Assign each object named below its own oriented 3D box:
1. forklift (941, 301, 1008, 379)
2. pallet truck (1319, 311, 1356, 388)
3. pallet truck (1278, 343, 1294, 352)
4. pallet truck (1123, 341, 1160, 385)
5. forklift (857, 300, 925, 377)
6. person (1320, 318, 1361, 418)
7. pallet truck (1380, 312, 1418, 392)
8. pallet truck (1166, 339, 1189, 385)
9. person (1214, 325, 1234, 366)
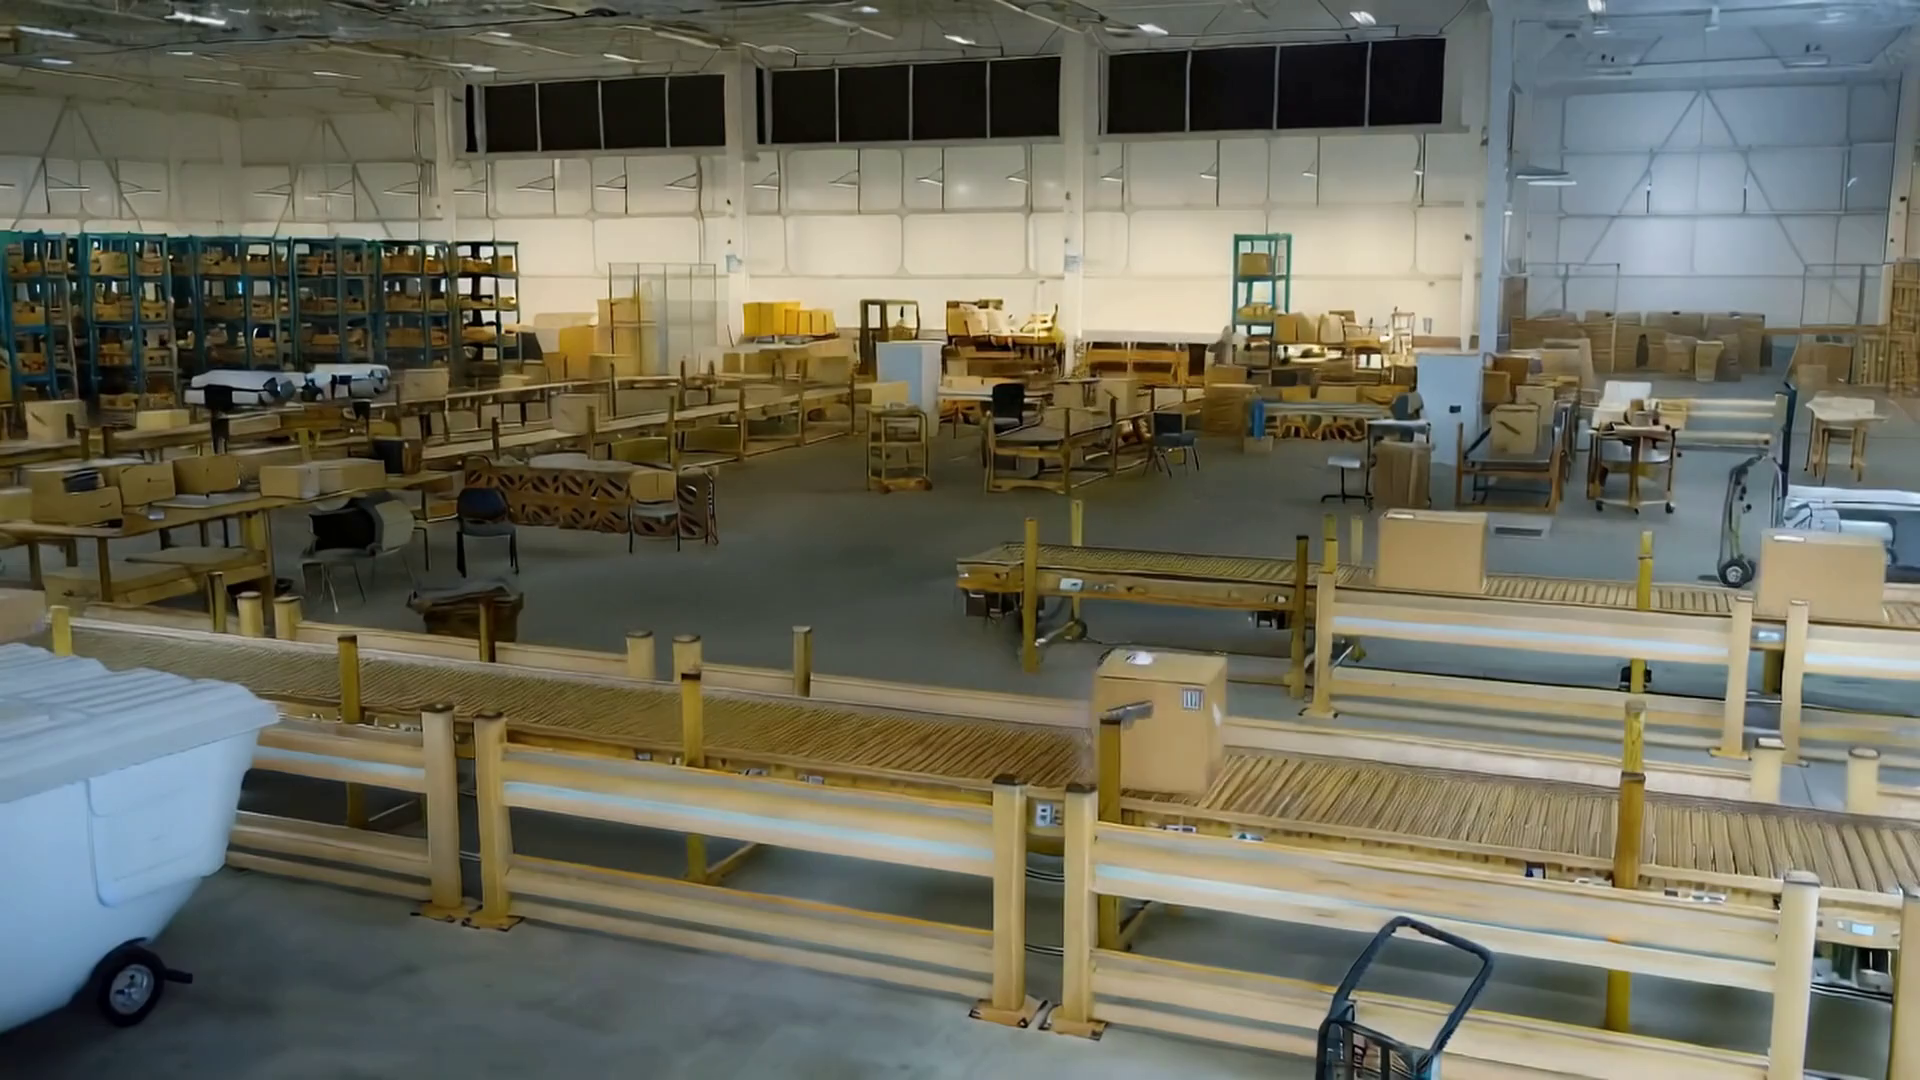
[{"bbox_3d":[0.365,-4.966,41.571,1.157,1.987,2.680,3,10,20],"label":"forklift"},{"bbox_3d":[9.071,-4.419,39.190,0.823,1.965,1.885,5,10,26],"label":"pallet truck"},{"bbox_3d":[7.886,-4.163,39.743,0.653,1.274,1.630,4,10,22],"label":"pallet truck"},{"bbox_3d":[4.445,-4.380,41.279,0.680,1.201,1.601,4,10,22],"label":"pallet truck"},{"bbox_3d":[-1.732,-5.109,42.468,1.157,1.987,2.680,4,10,22],"label":"forklift"},{"bbox_3d":[7.643,-3.435,33.289,1.076,1.993,0.605,-3,10,-18],"label":"person"},{"bbox_3d":[10.207,-4.283,38.369,0.823,1.965,1.885,3,10,20],"label":"pallet truck"},{"bbox_3d":[5.418,-4.269,40.420,0.704,1.261,1.522,3,10,20],"label":"pallet truck"},{"bbox_3d":[5.098,-3.188,32.068,0.423,1.894,0.660,2,10,13],"label":"person"}]
